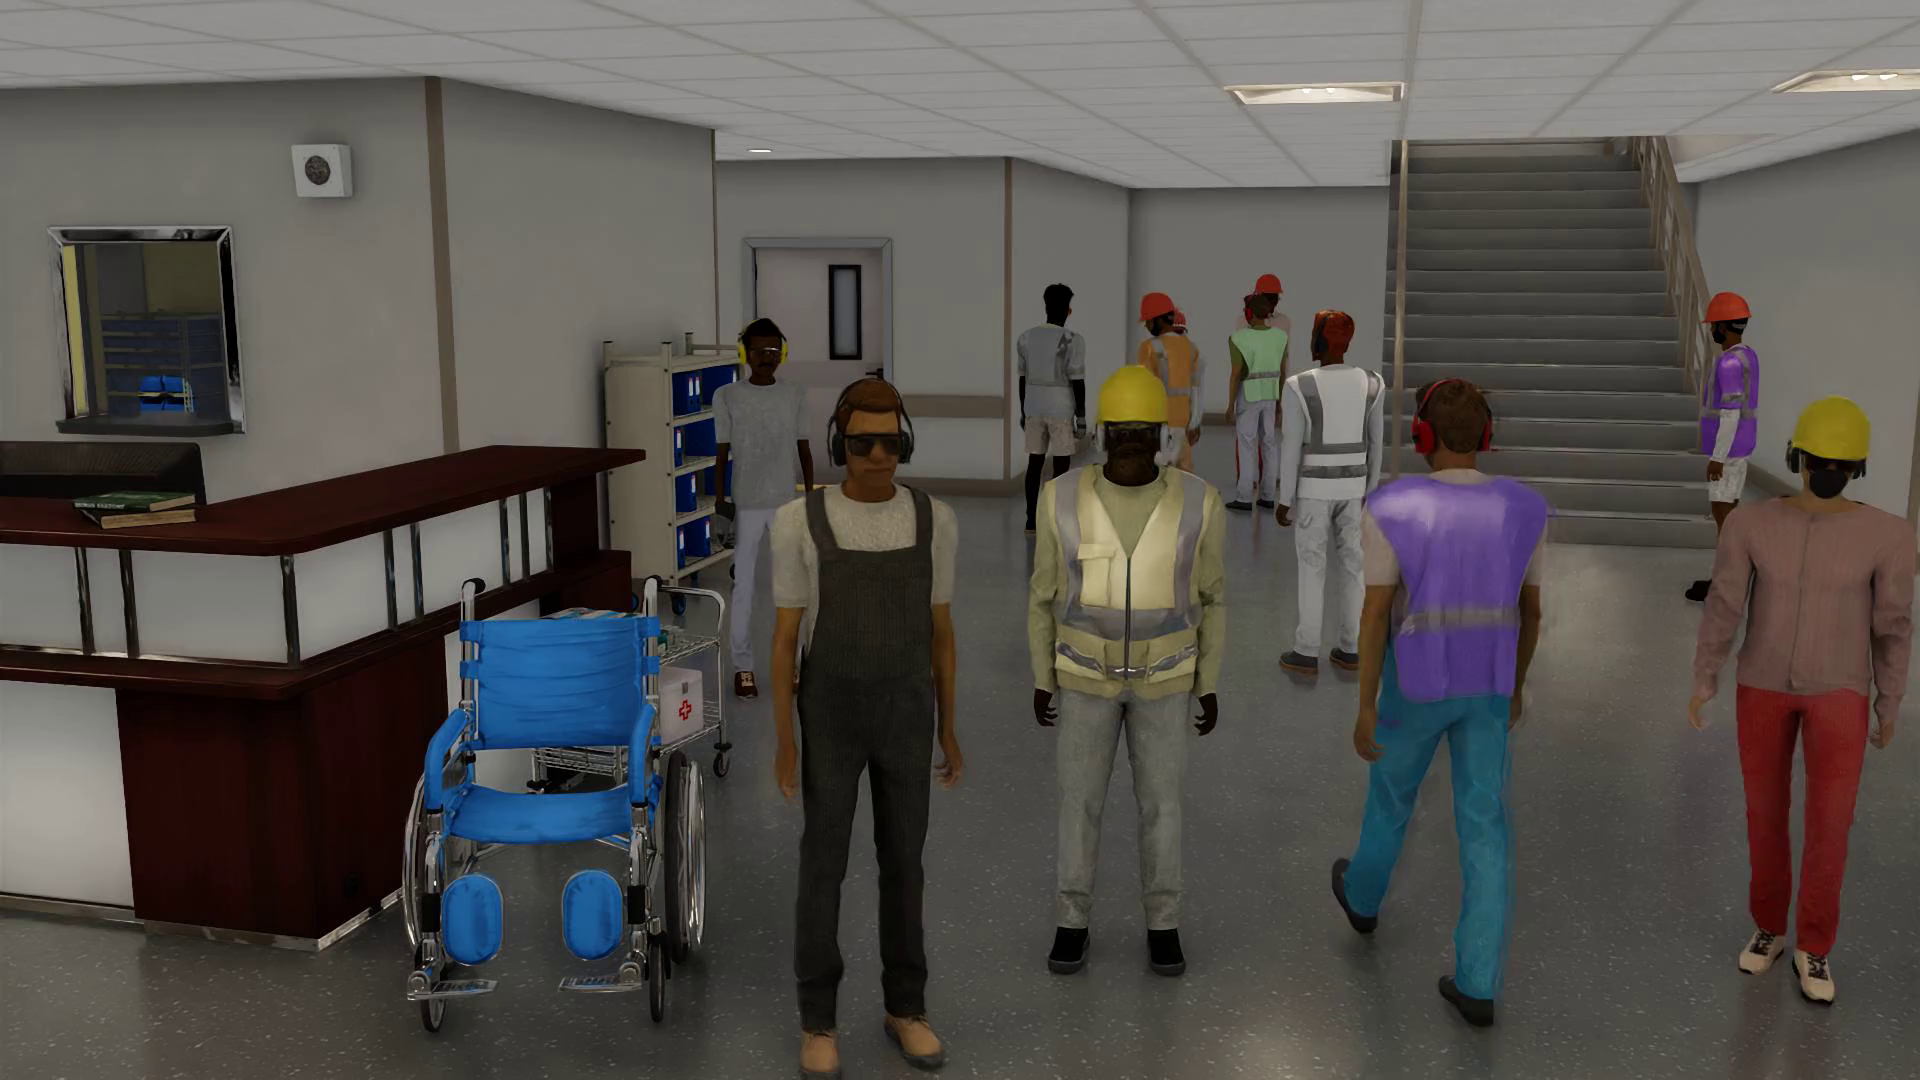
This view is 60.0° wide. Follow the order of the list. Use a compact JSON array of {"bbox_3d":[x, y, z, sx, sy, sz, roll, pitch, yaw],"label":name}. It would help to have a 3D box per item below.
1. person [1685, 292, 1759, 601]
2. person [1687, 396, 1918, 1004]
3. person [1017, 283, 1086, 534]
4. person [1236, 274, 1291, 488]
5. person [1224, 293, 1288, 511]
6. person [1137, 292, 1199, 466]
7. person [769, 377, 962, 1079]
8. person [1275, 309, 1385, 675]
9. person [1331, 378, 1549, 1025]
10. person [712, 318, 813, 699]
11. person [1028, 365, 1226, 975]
[{"bbox_3d":[4.767,-0.574,10.402,0.370,1.933,0.550,7,12,34],"label":"person"},{"bbox_3d":[2.439,0.460,4.858,0.549,1.754,0.496,7,12,35],"label":"person"},{"bbox_3d":[0.718,-0.994,12.832,0.610,1.953,0.387,7,12,36],"label":"person"},{"bbox_3d":[2.845,-1.480,15.558,0.612,1.995,0.393,-5,11,-26],"label":"person"},{"bbox_3d":[2.522,-1.168,14.160,0.567,1.848,0.389,-5,11,-25],"label":"person"},{"bbox_3d":[1.582,-0.885,12.355,0.552,1.897,0.809,-8,13,-41],"label":"person"},{"bbox_3d":[-0.246,0.495,4.370,0.511,1.843,0.331,-3,10,-18],"label":"person"},{"bbox_3d":[1.901,-0.242,8.597,0.575,1.884,0.355,-3,10,-16],"label":"person"},{"bbox_3d":[1.408,0.426,4.927,0.600,1.792,0.960,-1,10,-6],"label":"person"},{"bbox_3d":[-0.951,-0.152,8.146,0.508,1.862,0.326,-3,10,-16],"label":"person"},{"bbox_3d":[0.497,0.395,4.989,0.591,1.837,0.403,1,10,4],"label":"person"}]
